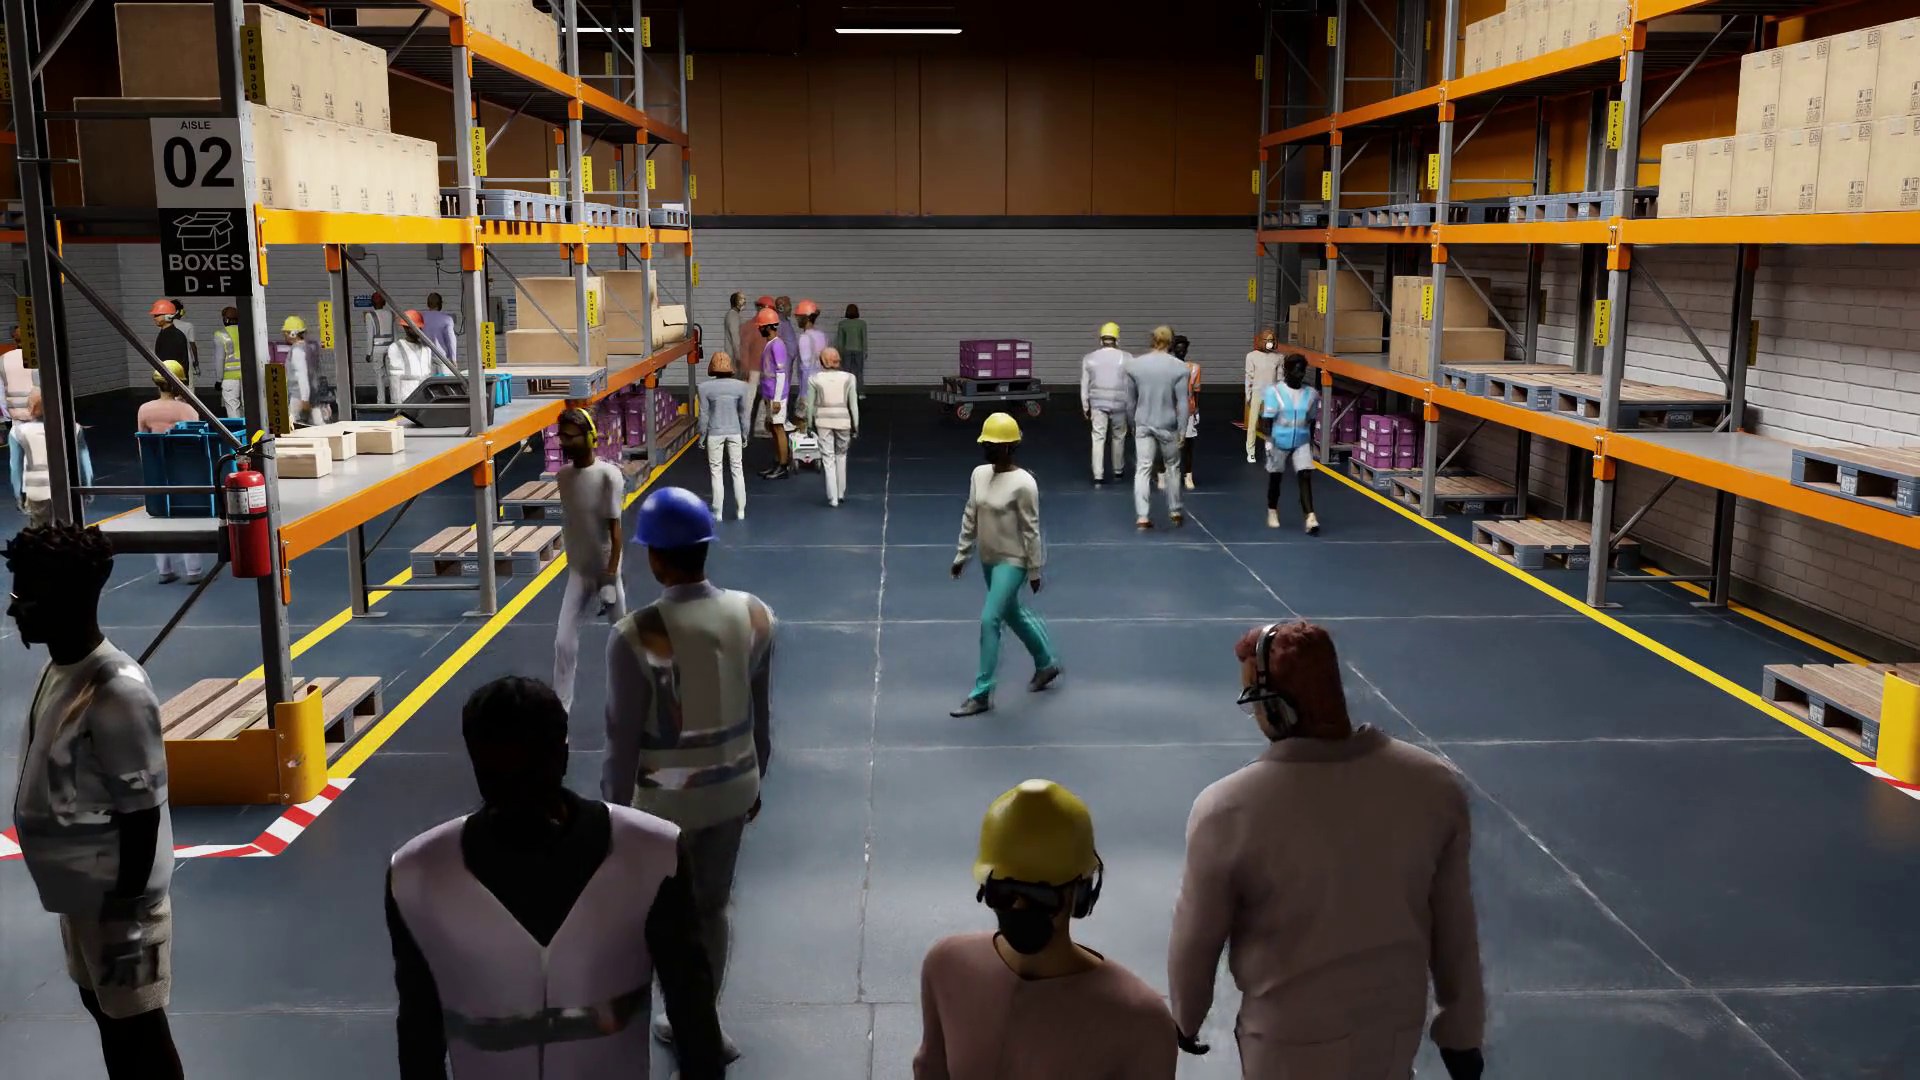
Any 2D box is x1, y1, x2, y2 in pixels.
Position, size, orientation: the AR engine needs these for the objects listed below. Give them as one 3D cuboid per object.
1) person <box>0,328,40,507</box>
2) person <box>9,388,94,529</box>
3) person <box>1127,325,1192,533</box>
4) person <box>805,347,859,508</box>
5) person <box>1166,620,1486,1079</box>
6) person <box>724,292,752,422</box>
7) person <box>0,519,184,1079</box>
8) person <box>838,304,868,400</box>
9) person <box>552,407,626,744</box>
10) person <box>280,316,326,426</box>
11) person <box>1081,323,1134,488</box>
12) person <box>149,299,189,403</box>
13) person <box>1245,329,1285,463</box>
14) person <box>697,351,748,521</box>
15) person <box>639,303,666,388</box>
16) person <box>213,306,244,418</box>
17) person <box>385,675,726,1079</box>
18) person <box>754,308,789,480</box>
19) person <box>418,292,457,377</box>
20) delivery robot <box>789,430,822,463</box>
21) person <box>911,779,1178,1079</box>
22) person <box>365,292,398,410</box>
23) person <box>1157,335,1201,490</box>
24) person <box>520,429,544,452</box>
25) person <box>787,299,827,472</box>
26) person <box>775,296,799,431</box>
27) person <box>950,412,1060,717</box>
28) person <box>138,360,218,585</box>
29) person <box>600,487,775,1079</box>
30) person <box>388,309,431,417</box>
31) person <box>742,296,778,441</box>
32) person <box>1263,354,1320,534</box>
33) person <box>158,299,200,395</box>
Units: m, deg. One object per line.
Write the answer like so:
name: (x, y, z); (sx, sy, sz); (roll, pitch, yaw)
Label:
person: (-9.386, -1.249, 16.869); (0.633, 1.837, 0.429); (0, 10, 2)
person: (-6.811, -0.342, 12.508); (0.520, 1.592, 0.866); (-4, 11, -20)
person: (1.872, -1.045, 15.546); (0.647, 1.899, 0.880); (4, 11, 22)
person: (-1.319, -1.158, 16.968); (0.530, 1.606, 0.714); (-2, 10, -13)
person: (0.765, 1.086, 3.798); (0.681, 1.869, 0.768); (-4, 11, -22)
person: (-3.352, -2.741, 24.917); (0.371, 1.933, 0.627); (-3, 10, -14)
person: (-2.316, 0.912, 4.471); (0.367, 1.967, 0.600); (-9, 14, -41)
person: (-1.819, -3.200, 28.307); (0.506, 1.632, 0.268); (1, 10, 5)
person: (-1.955, 0.183, 8.967); (0.532, 1.825, 0.972); (6, 12, 29)
person: (-7.866, -1.736, 19.684); (0.905, 1.793, 0.614); (-2, 10, -9)
person: (1.650, -1.495, 18.361); (0.631, 1.786, 0.904); (3, 11, 15)
person: (-9.446, -1.876, 19.921); (0.609, 1.996, 0.379); (9, 13, 41)
person: (3.701, -1.747, 20.237); (0.496, 1.629, 0.277); (-2, 10, -9)
person: (-2.283, -0.996, 16.030); (0.503, 1.632, 0.271); (-5, 11, -24)
person: (-4.619, -2.731, 24.855); (0.374, 1.934, 0.549); (10, 14, 43)
person: (-9.466, -2.121, 21.722); (0.429, 1.844, 0.625); (6, 12, 28)
person: (-0.765, 1.186, 3.224); (0.615, 1.871, 0.954); (-3, 11, -17)
person: (-2.127, -1.643, 18.802); (0.376, 1.933, 0.545); (-3, 11, -16)
person: (-7.688, -2.665, 24.479); (0.628, 1.940, 0.373); (2, 10, 12)
delivery robot: (-1.817, -1.124, 19.487); (0.477, 0.478, 0.707); (-2, 10, -10)
person: (0.128, 1.279, 2.979); (0.530, 1.772, 0.303); (6, 12, 30)
person: (-9.246, -3.018, 26.596); (0.341, 1.882, 0.587); (6, 12, 32)
person: (2.348, -1.368, 17.964); (0.533, 1.688, 0.320); (-2, 10, -9)
person: (-5.436, -2.038, 21.295); (0.621, 1.835, 0.430); (-7, 12, -33)
person: (-1.716, -1.776, 19.340); (0.555, 2.059, 0.623); (4, 11, 19)
person: (-2.497, -2.513, 23.709); (0.409, 1.913, 0.642); (1, 10, 4)
person: (0.285, 0.108, 9.630); (0.894, 1.725, 0.526); (-7, 13, -35)
person: (-6.147, -0.526, 13.051); (0.533, 1.765, 0.330); (2, 10, 10)
person: (-0.850, 0.789, 5.242); (0.631, 1.934, 0.633); (-9, 14, -41)
person: (-6.069, -1.596, 18.534); (0.378, 1.932, 0.551); (6, 12, 31)
person: (-2.754, -2.325, 22.550); (0.368, 1.952, 0.740); (6, 12, 28)
person: (3.052, -0.877, 15.308); (0.551, 1.654, 0.873); (-1, 10, -6)
person: (-11.052, -2.466, 23.574); (0.518, 1.868, 0.328); (-2, 10, -12)
